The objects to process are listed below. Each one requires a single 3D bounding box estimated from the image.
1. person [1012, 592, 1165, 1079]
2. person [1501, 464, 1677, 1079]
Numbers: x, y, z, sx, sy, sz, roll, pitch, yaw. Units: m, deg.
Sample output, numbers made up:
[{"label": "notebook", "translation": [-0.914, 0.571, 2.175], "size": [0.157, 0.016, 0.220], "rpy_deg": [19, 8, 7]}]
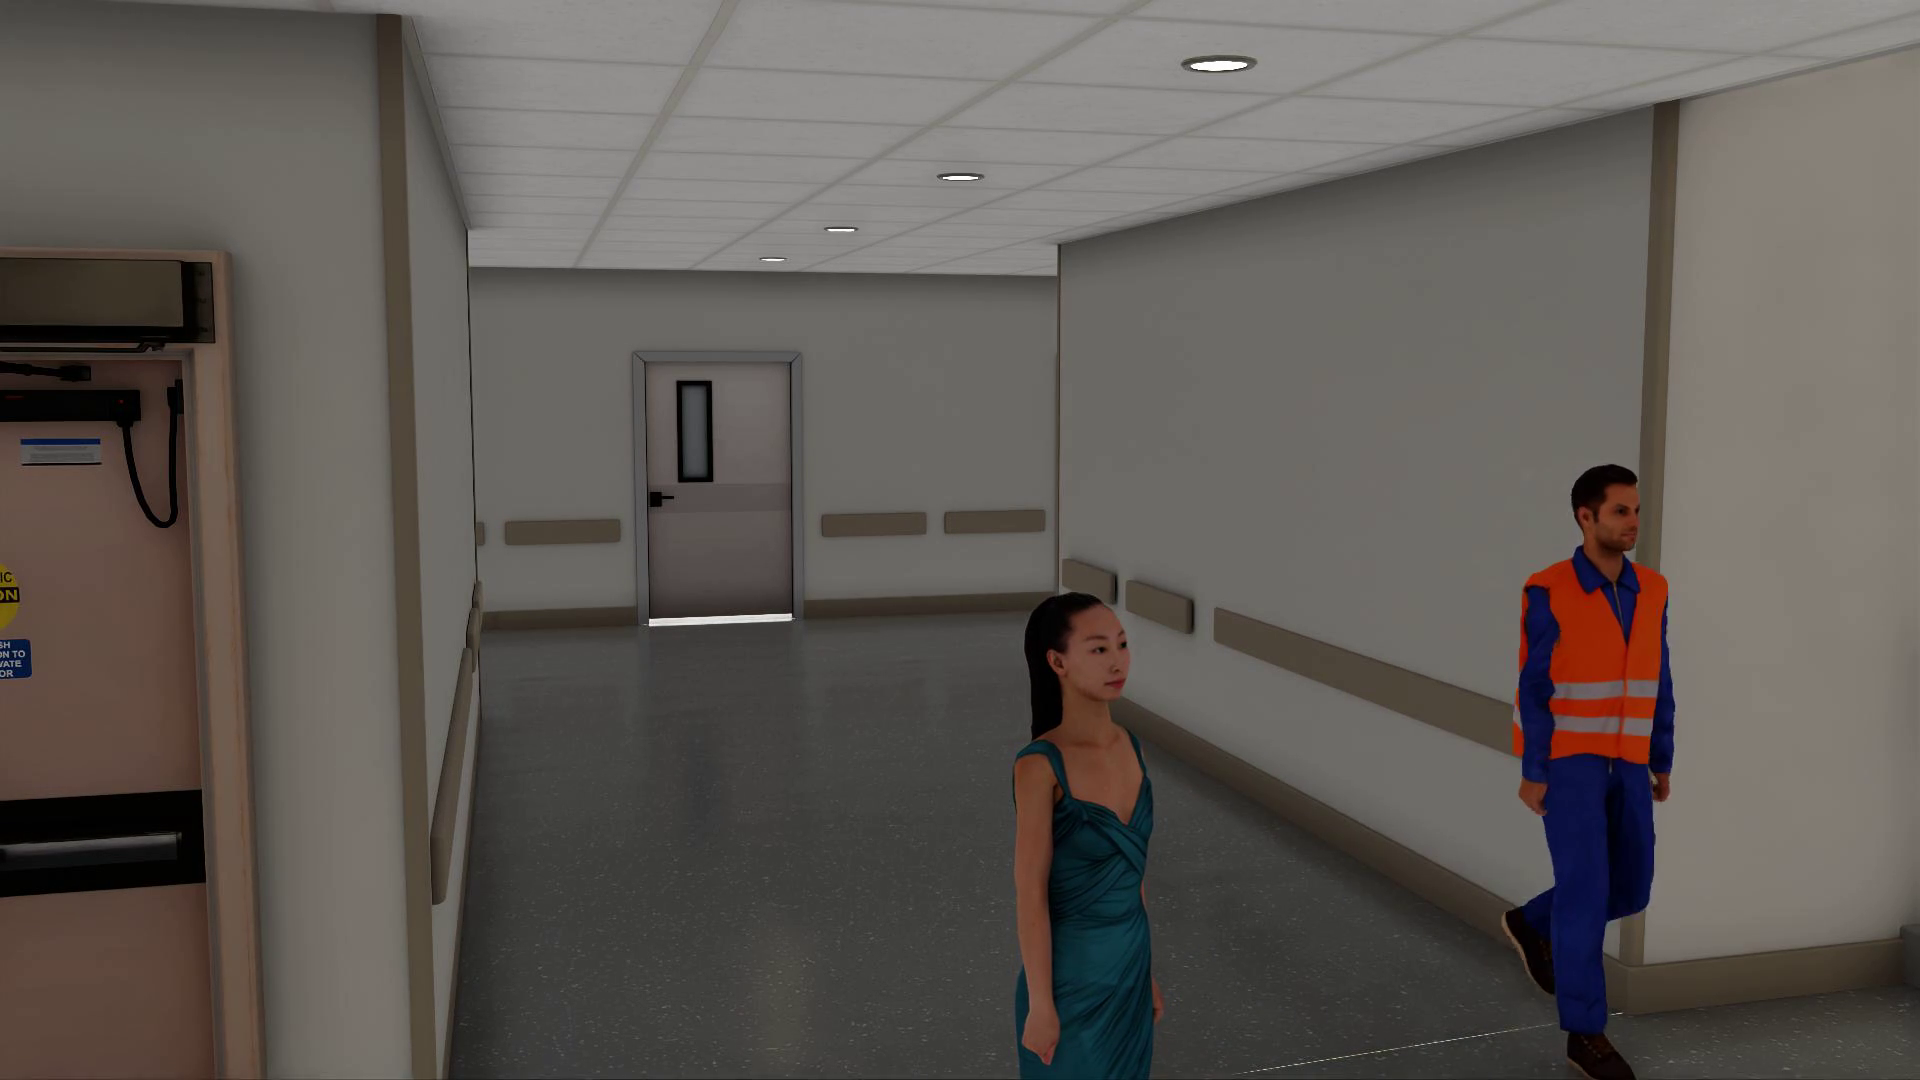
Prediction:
[{"label": "person", "translation": [0.256, 0.945, 3.438], "size": [0.681, 1.687, 0.579], "rpy_deg": [5, 8, 43]}, {"label": "person", "translation": [1.889, 0.695, 5.141], "size": [0.884, 1.845, 0.748], "rpy_deg": [-2, 6, -17]}]
